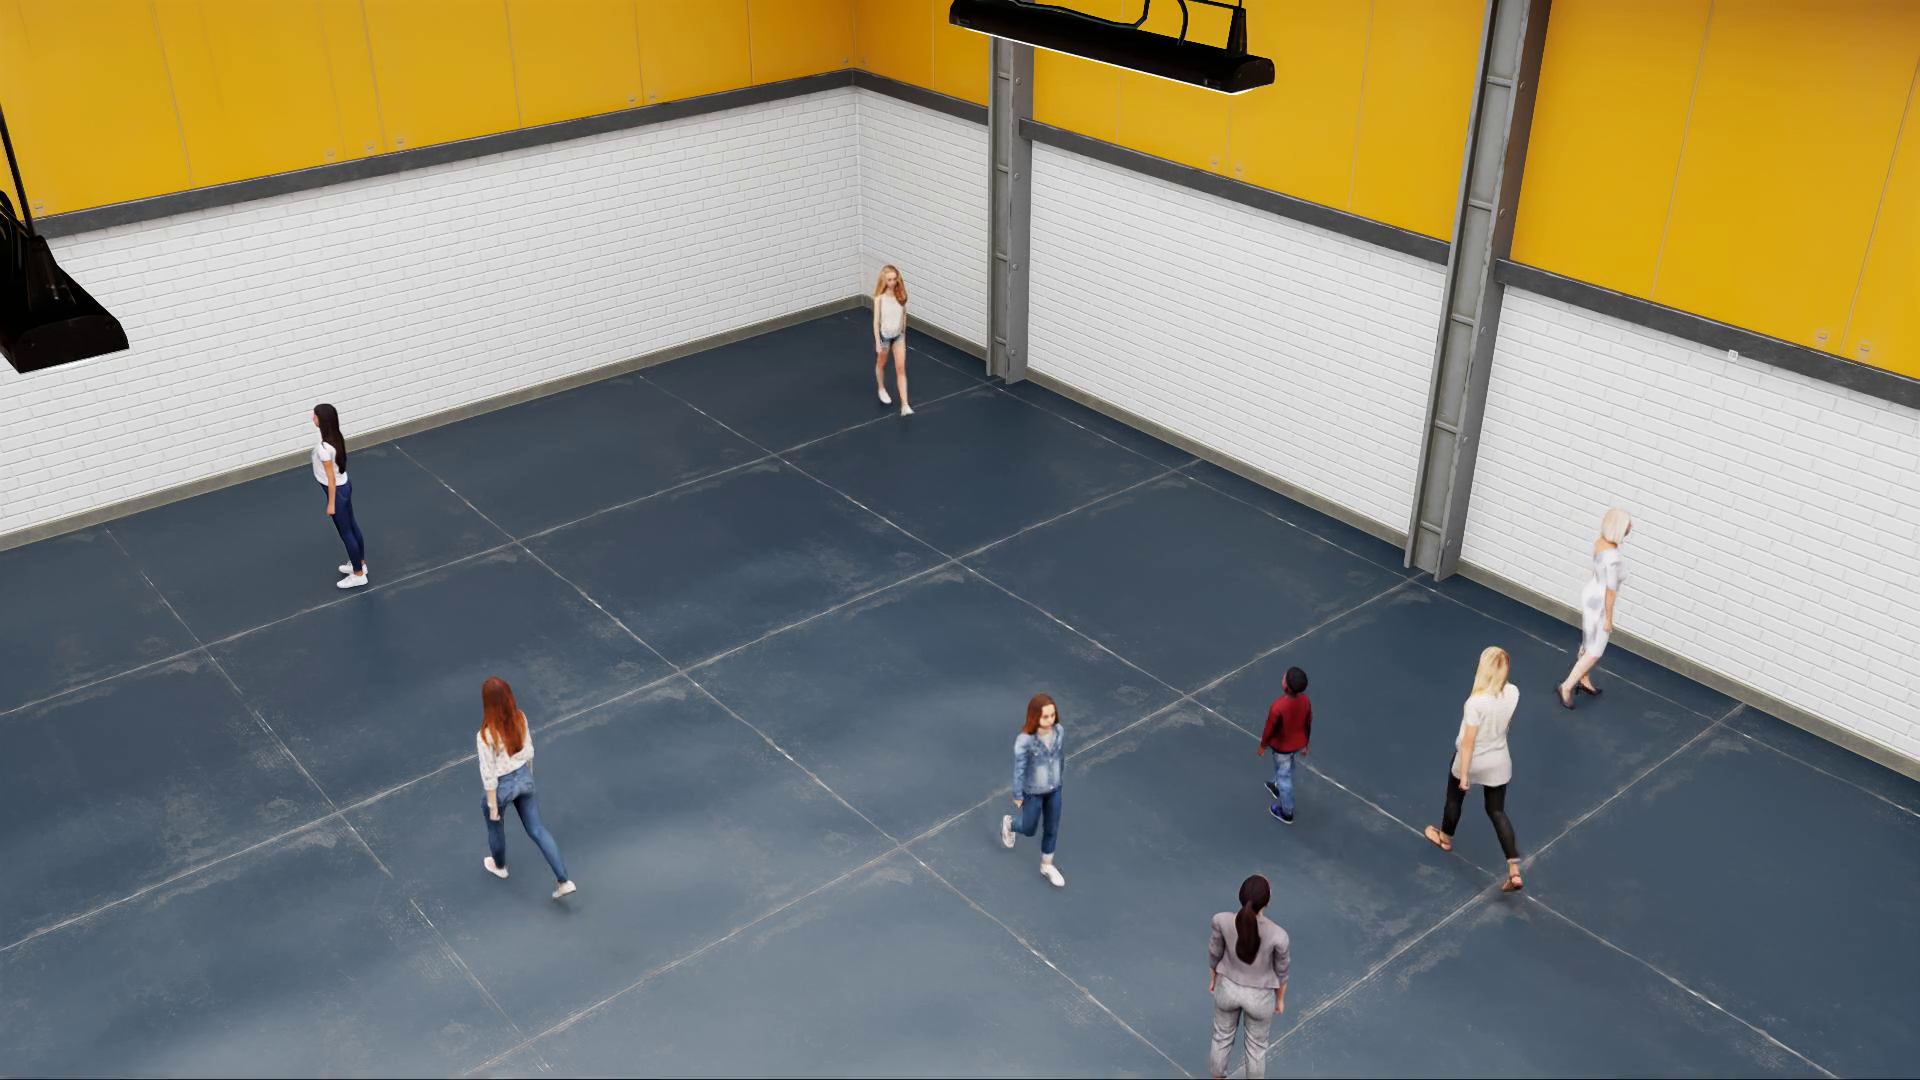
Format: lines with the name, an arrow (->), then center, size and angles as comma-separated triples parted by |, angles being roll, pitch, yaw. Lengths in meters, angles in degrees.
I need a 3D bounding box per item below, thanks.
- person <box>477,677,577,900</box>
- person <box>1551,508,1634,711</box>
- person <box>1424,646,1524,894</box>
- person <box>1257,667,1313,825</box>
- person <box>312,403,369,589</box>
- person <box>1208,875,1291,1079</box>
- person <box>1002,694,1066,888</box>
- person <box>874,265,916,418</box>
person -> -2.951, 1.704, 11.169 | 1.155, 1.696, 0.715 | 23, 36, 35
person -> 5.059, 0.535, 13.256 | 0.826, 1.749, 0.769 | 1, 29, 3
person -> 3.623, 1.573, 11.305 | 0.877, 1.796, 1.231 | -10, 30, -17
person -> 2.403, 1.502, 12.014 | 0.545, 1.241, 0.691 | -18, 33, -29
person -> -5.582, -0.416, 14.972 | 0.728, 1.775, 0.622 | -4, 29, -8
person -> 1.633, 2.604, 9.537 | 0.681, 1.679, 0.779 | 11, 31, 19
person -> 0.516, 1.676, 11.463 | 0.619, 1.464, 0.851 | -18, 34, -30
person -> -0.814, -2.237, 18.380 | 0.817, 1.710, 1.213 | -12, 31, -22
